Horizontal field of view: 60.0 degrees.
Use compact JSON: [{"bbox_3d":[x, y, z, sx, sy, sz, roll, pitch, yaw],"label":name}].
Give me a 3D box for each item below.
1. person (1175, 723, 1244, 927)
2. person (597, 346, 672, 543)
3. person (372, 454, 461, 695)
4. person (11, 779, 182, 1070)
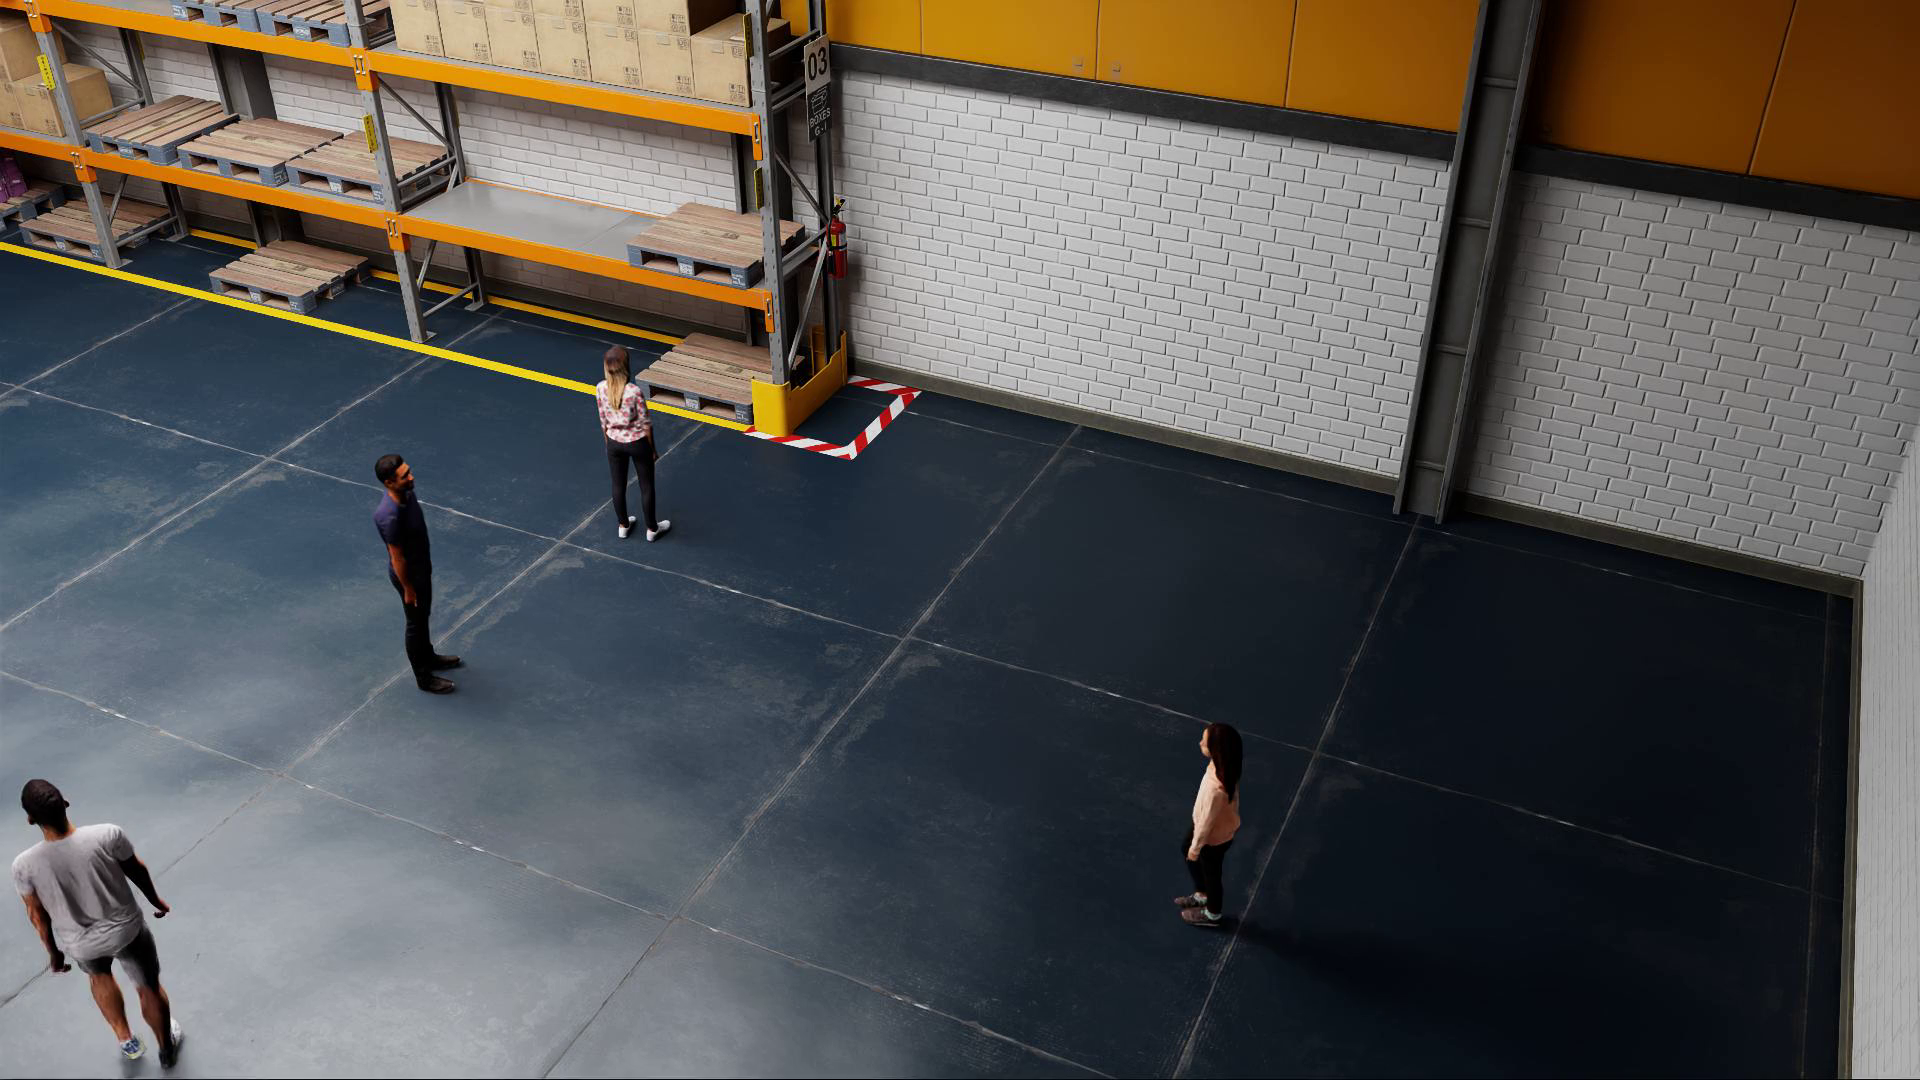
[{"bbox_3d":[1.467,1.611,9.249,0.610,1.474,0.635,7,34,10],"label":"person"},{"bbox_3d":[-2.518,-0.729,12.624,0.501,1.634,0.654,9,35,13],"label":"person"},{"bbox_3d":[-3.661,0.203,11.079,0.710,1.793,0.719,-3,34,-5],"label":"person"},{"bbox_3d":[-4.302,2.009,8.328,0.847,1.831,0.885,-12,35,-17],"label":"person"}]
